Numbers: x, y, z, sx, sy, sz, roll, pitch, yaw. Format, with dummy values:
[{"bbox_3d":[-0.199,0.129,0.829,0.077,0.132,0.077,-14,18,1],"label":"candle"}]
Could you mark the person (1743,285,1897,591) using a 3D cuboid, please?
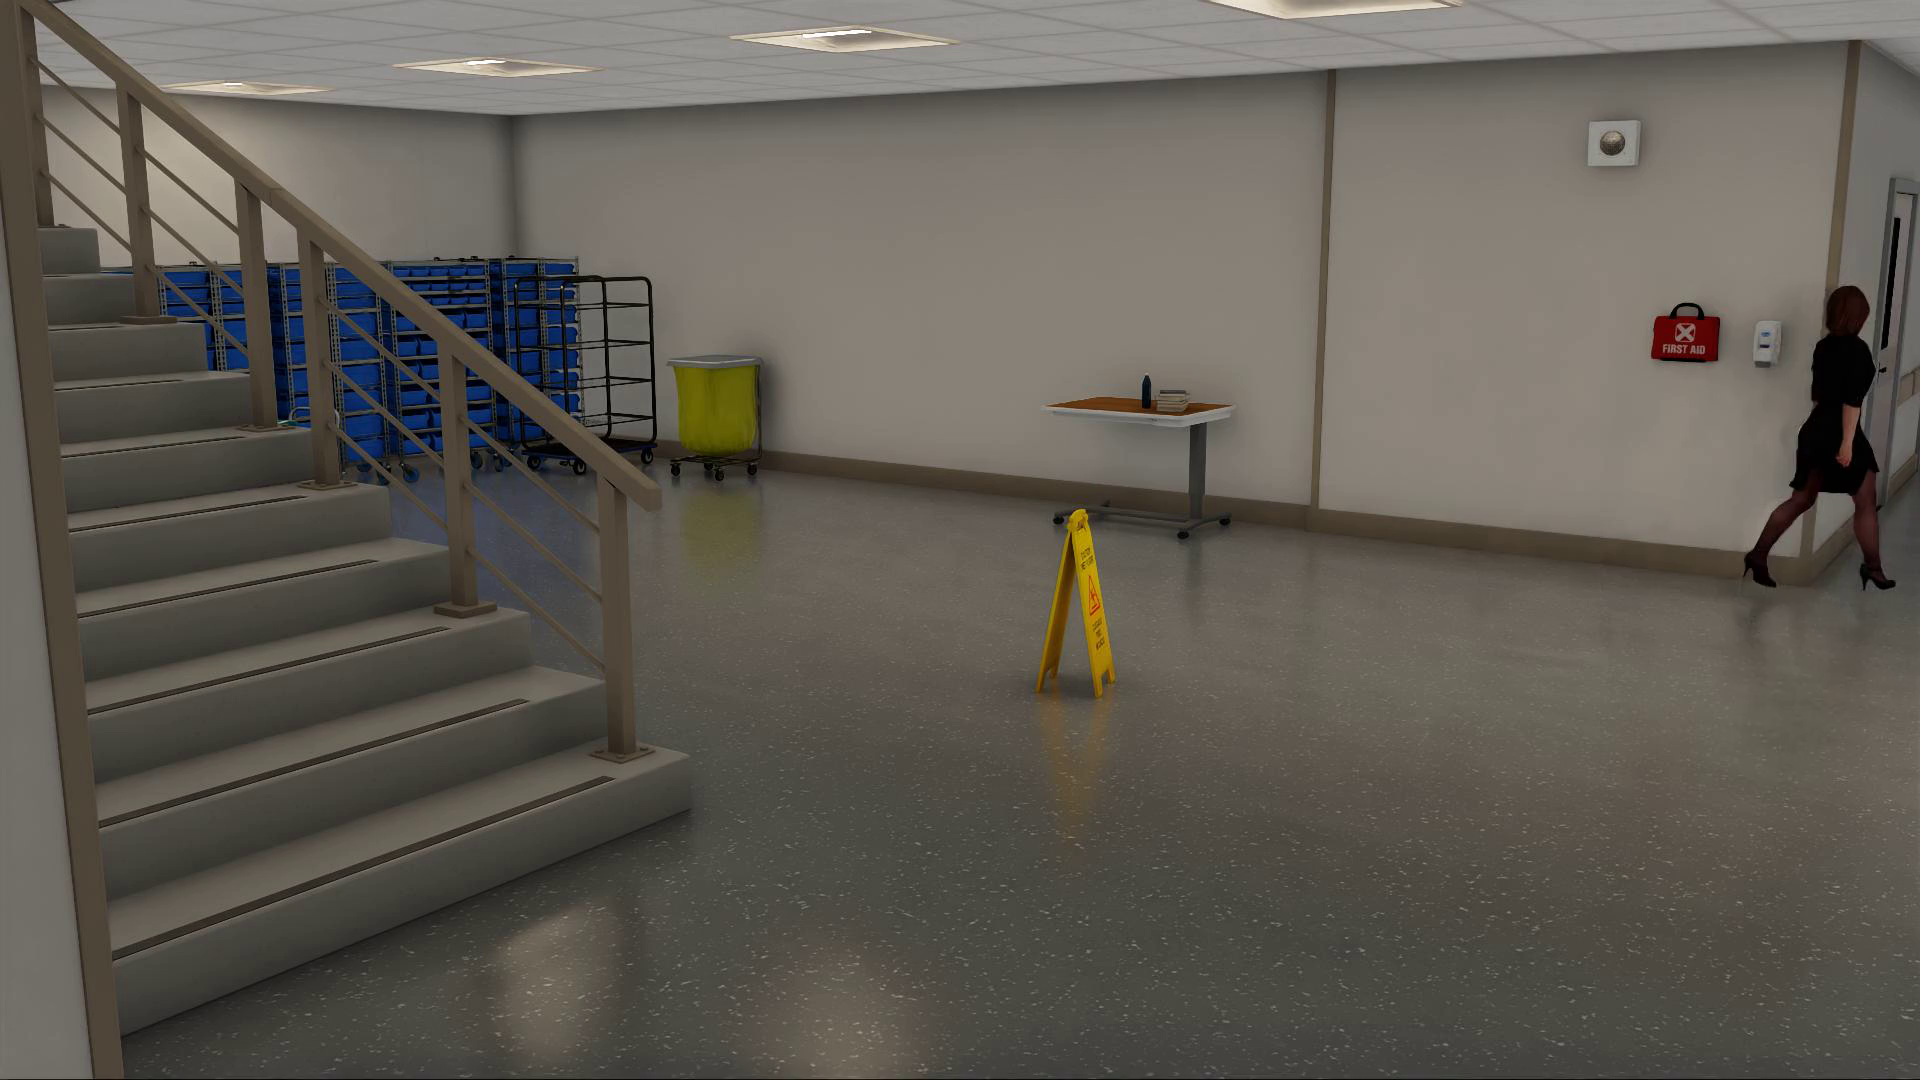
[{"bbox_3d":[4.623,-0.498,8.999,1.146,1.650,1.037,0,11,-2],"label":"person"}]
